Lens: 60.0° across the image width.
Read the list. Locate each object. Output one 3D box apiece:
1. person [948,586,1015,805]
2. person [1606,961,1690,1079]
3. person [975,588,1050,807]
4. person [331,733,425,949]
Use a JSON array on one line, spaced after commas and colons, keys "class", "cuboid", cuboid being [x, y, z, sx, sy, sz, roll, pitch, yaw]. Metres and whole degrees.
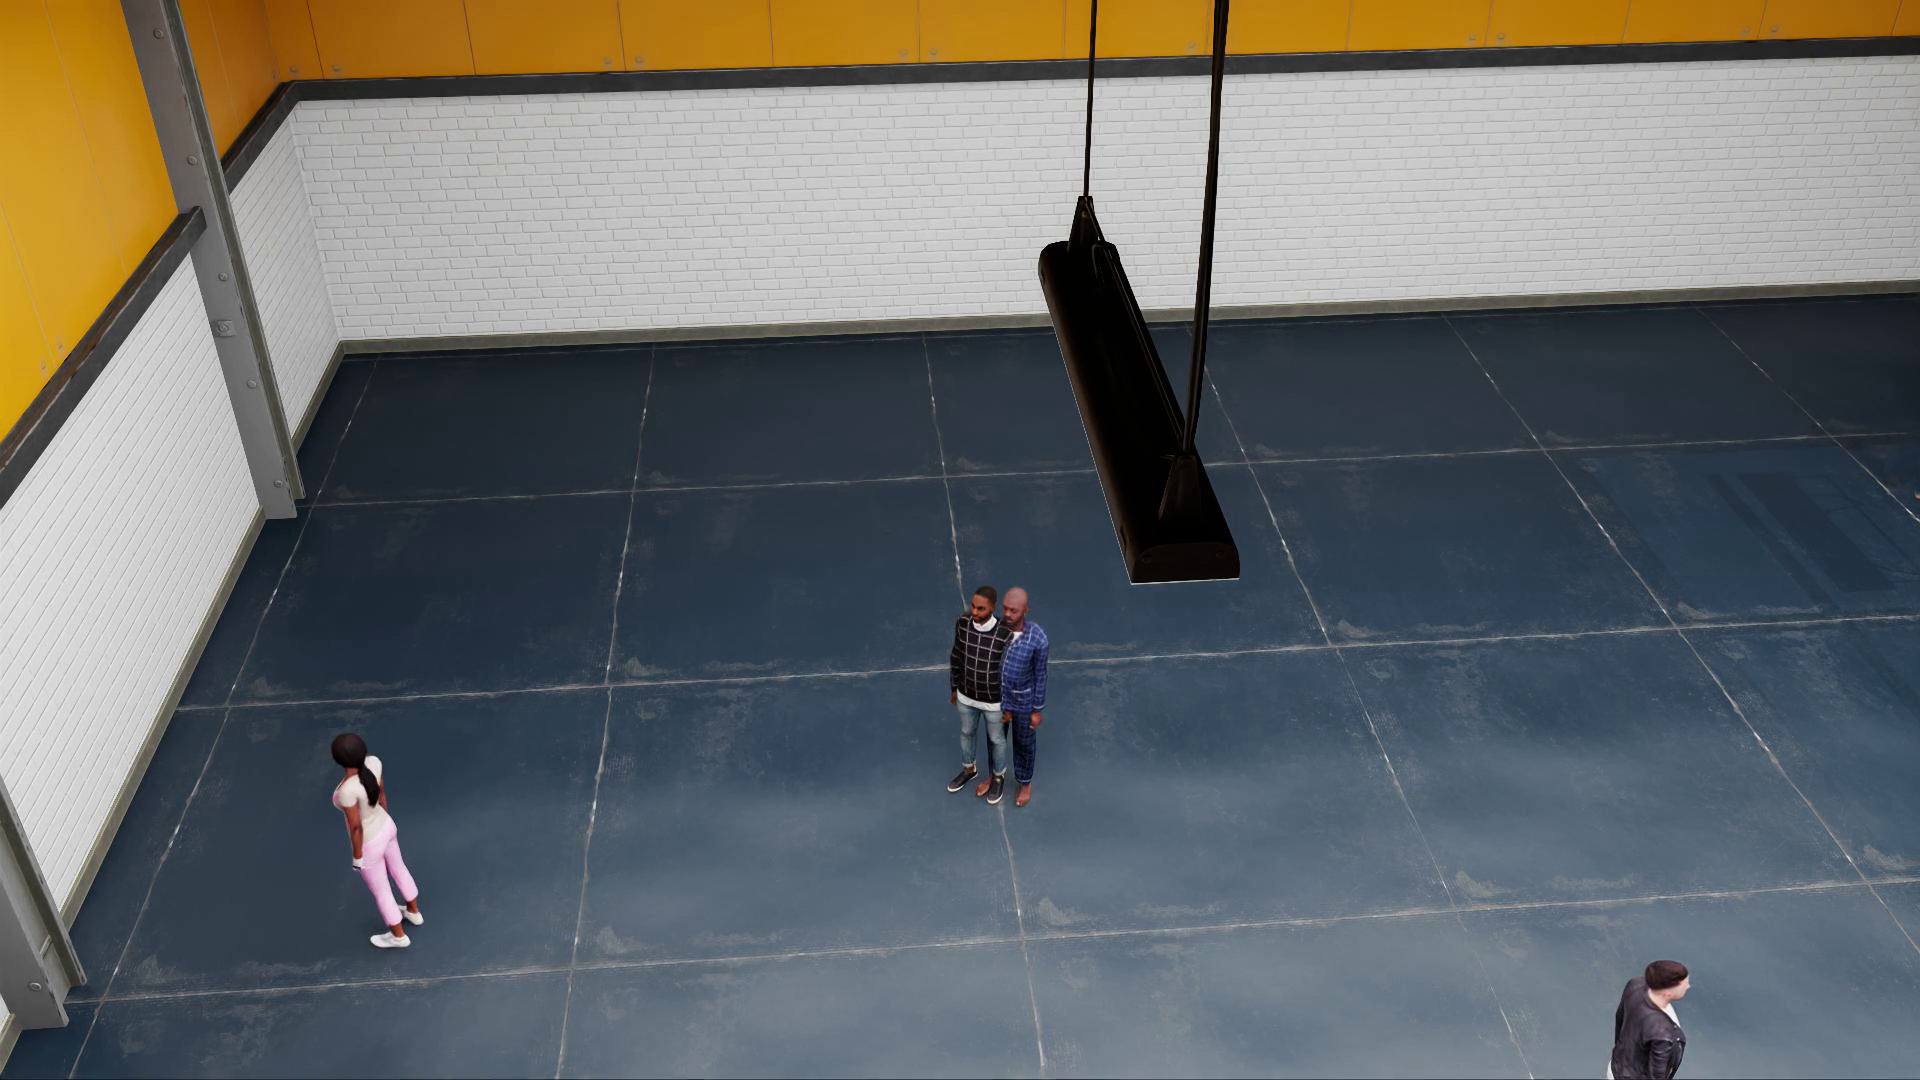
[{"class": "person", "cuboid": [0.174, 1.080, 11.979, 0.748, 1.821, 0.741, 14, 36, 21]}, {"class": "person", "cuboid": [3.702, 2.962, 9.134, 0.711, 1.837, 0.478, -2, 34, -3]}, {"class": "person", "cuboid": [0.374, 1.098, 11.953, 0.755, 1.819, 0.759, 12, 36, 18]}, {"class": "person", "cuboid": [-3.796, 1.932, 10.768, 0.700, 1.742, 0.544, 7, 34, 10]}]
